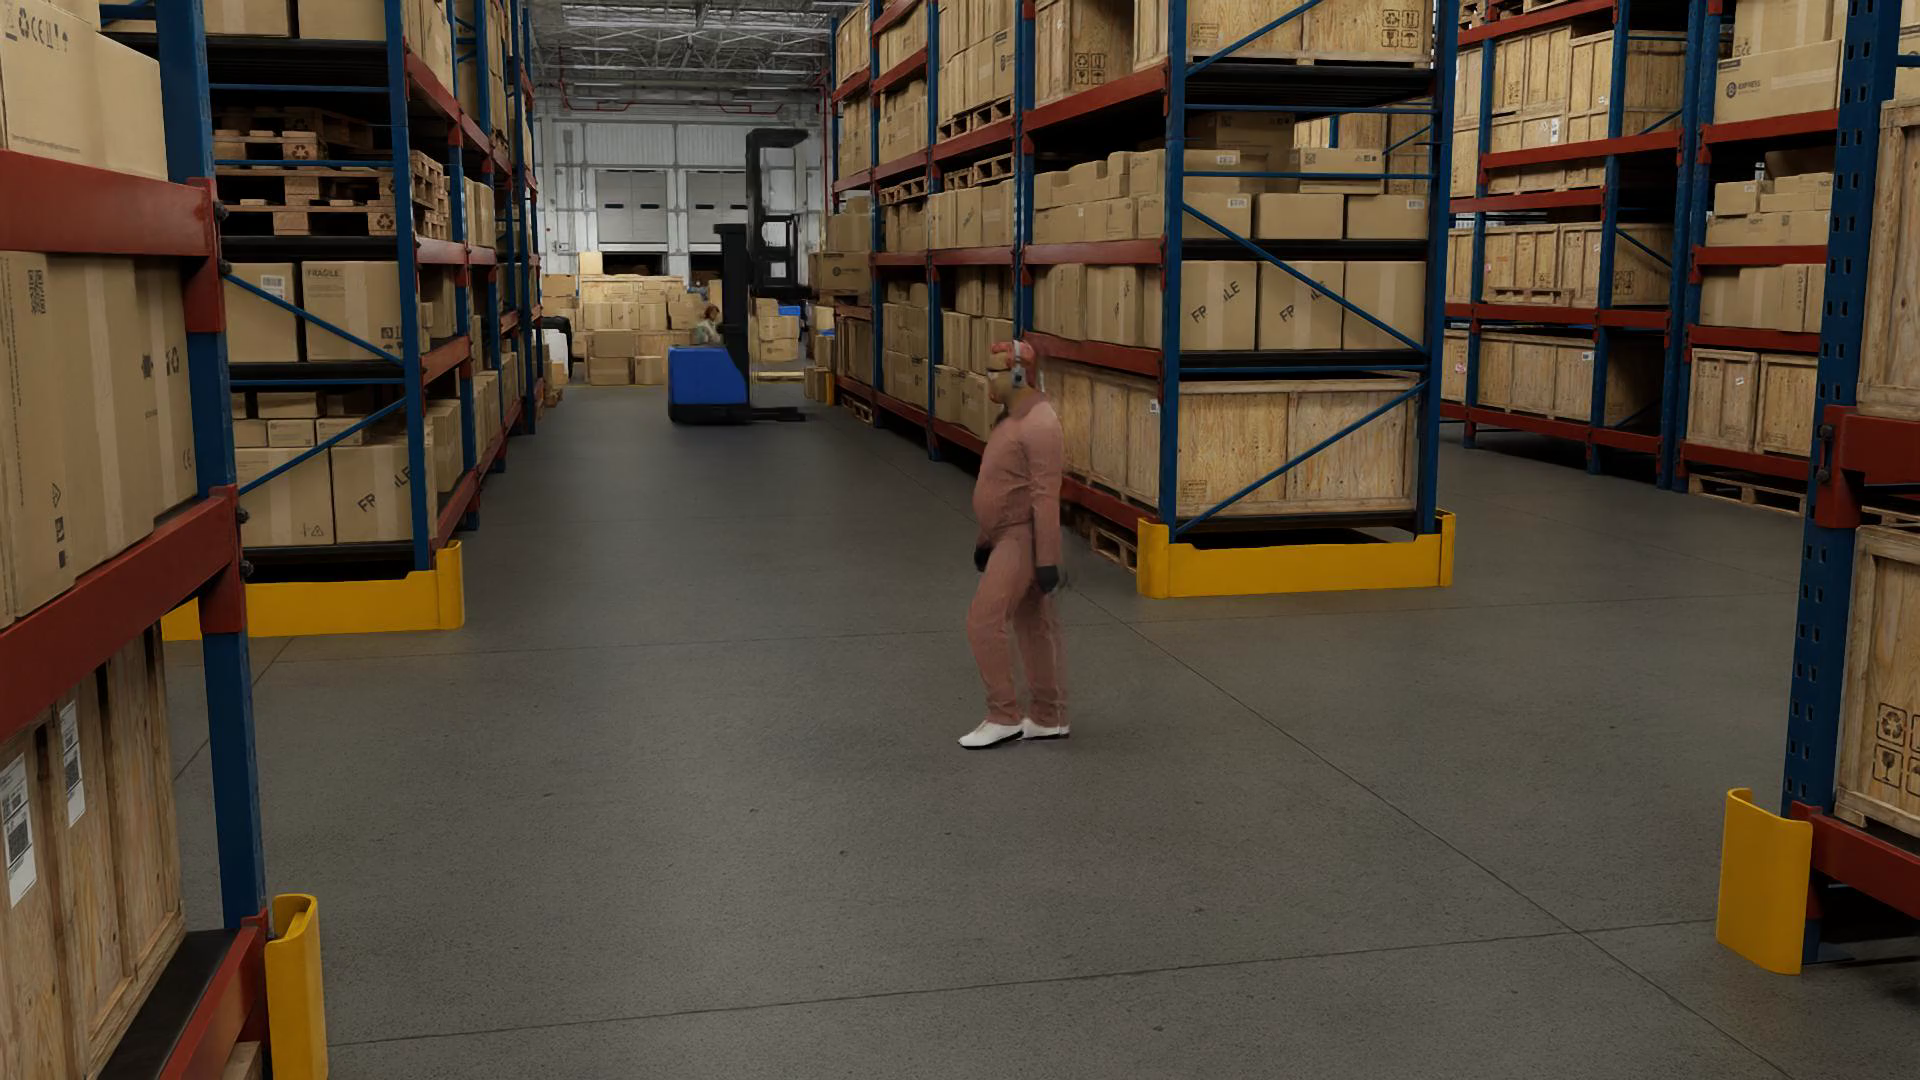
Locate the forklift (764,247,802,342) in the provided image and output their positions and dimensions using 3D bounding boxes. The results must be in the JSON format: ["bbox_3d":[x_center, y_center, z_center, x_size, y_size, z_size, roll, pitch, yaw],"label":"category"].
[{"bbox_3d":[-5.328,-7.287,49.237,1.129,2.768,1.873,-2,10,-12],"label":"forklift"}]

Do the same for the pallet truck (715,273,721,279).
[{"bbox_3d":[-8.580,-8.986,62.280,1.885,1.965,0.823,1,9,5],"label":"pallet truck"}]

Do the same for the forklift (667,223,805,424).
[{"bbox_3d":[-3.220,-3.087,23.642,1.873,2.768,1.129,-2,10,-12],"label":"forklift"}]

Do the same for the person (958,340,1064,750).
[{"bbox_3d":[0.186,0.025,7.685,0.663,1.881,0.664,-1,9,-6],"label":"person"}]

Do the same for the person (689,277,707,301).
[{"bbox_3d":[-8.024,-7.134,51.203,0.638,1.932,0.362,-2,10,-12],"label":"person"}]

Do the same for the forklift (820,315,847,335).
[{"bbox_3d":[-1.634,-4.210,30.485,1.129,2.768,1.873,6,11,32],"label":"forklift"}]

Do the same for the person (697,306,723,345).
[{"bbox_3d":[-3.843,-2.869,26.165,0.819,1.599,0.530,8,12,39],"label":"person"}]

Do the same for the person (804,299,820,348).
[{"bbox_3d":[-3.991,-6.157,45.301,0.583,1.904,0.908,-5,11,-28],"label":"person"}]
